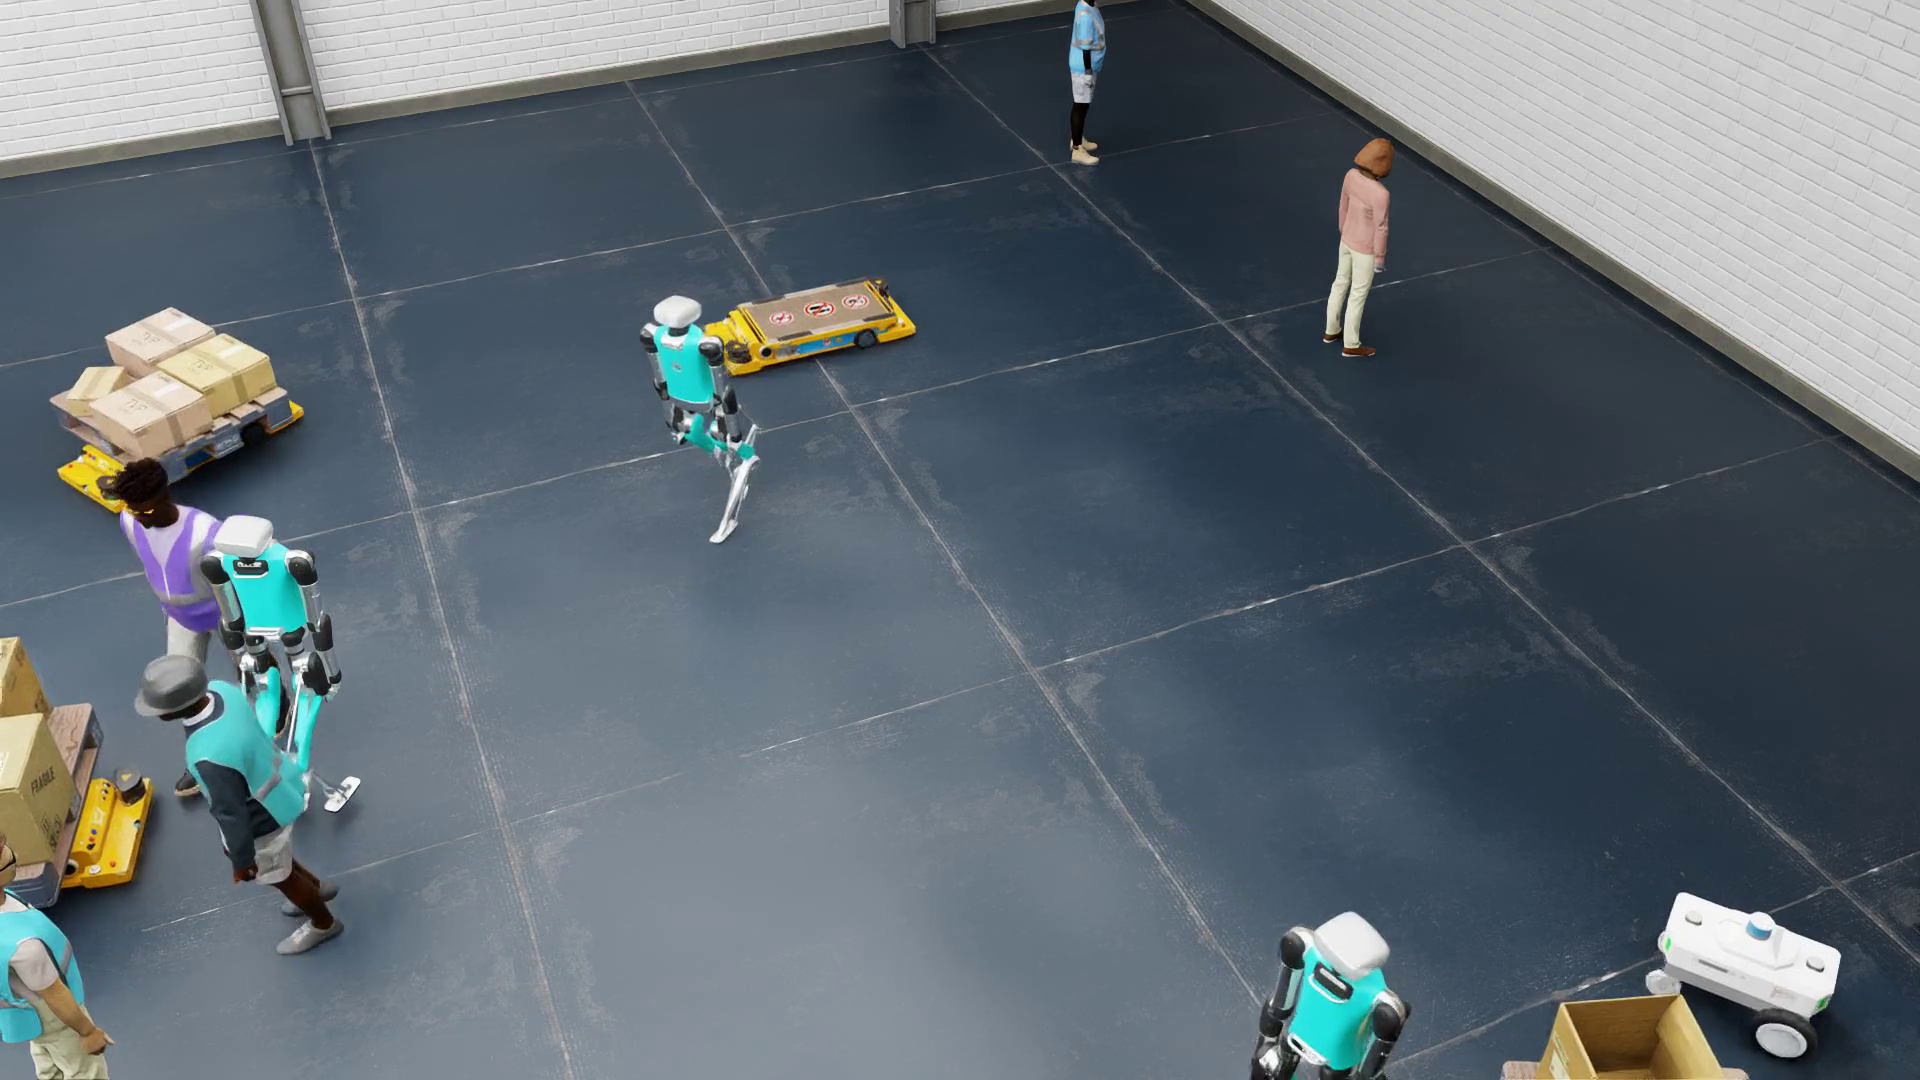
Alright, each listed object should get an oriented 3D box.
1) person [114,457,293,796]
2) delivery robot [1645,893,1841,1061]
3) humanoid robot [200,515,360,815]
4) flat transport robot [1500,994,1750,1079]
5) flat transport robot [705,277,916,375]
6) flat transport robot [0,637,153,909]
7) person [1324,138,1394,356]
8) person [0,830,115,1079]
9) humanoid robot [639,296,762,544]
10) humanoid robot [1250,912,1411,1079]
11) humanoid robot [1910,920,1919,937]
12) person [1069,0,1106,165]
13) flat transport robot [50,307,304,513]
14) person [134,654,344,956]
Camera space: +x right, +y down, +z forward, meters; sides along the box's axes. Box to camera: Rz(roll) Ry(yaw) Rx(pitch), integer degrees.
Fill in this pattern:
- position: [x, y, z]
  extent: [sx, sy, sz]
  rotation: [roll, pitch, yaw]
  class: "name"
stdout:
- position: [-3.843, 0.416, 8.368]
  extent: [0.645, 1.918, 0.915]
  rotation: [8, 38, 10]
  class: "person"
- position: [3.577, 1.937, 7.532]
  extent: [0.796, 0.612, 0.499]
  rotation: [19, 42, 23]
  class: "delivery robot"
- position: [-3.314, 0.728, 8.011]
  extent: [0.533, 1.677, 0.735]
  rotation: [1, 38, 2]
  class: "humanoid robot"
- position: [2.709, 2.807, 6.620]
  extent: [1.431, 0.231, 0.659]
  rotation: [2, 38, 2]
  class: "flat transport robot"
- position: [-1.111, -1.600, 12.356]
  extent: [1.431, 0.231, 0.659]
  rotation: [-15, 40, -19]
  class: "flat transport robot"
- position: [-4.855, 1.520, 8.295]
  extent: [1.431, 0.231, 0.659]
  rotation: [-7, 38, -9]
  class: "flat transport robot"
- position: [2.863, -2.089, 11.871]
  extent: [0.286, 1.633, 0.497]
  rotation: [-15, 40, -18]
  class: "person"
- position: [-3.630, 1.842, 6.582]
  extent: [0.569, 1.845, 0.384]
  rotation: [22, 43, 26]
  class: "person"
- position: [-1.453, -0.767, 10.141]
  extent: [0.551, 1.853, 0.877]
  rotation: [15, 40, 19]
  class: "humanoid robot"
- position: [1.193, 2.182, 6.247]
  extent: [1.026, 1.746, 0.531]
  rotation: [-28, 46, -32]
  class: "humanoid robot"
- position: [4.780, 1.241, 7.510]
  extent: [0.393, 1.645, 0.608]
  rotation: [-16, 40, -19]
  class: "humanoid robot"
- position: [1.104, -4.125, 14.469]
  extent: [0.318, 1.696, 0.536]
  rotation: [2, 38, 2]
  class: "person"
- position: [-5.226, -0.695, 11.178]
  extent: [0.659, 0.231, 1.431]
  rotation: [24, 44, 28]
  class: "flat transport robot"
- position: [-3.156, 1.200, 7.367]
  extent: [0.514, 1.907, 0.583]
  rotation: [-13, 40, -17]
  class: "person"
